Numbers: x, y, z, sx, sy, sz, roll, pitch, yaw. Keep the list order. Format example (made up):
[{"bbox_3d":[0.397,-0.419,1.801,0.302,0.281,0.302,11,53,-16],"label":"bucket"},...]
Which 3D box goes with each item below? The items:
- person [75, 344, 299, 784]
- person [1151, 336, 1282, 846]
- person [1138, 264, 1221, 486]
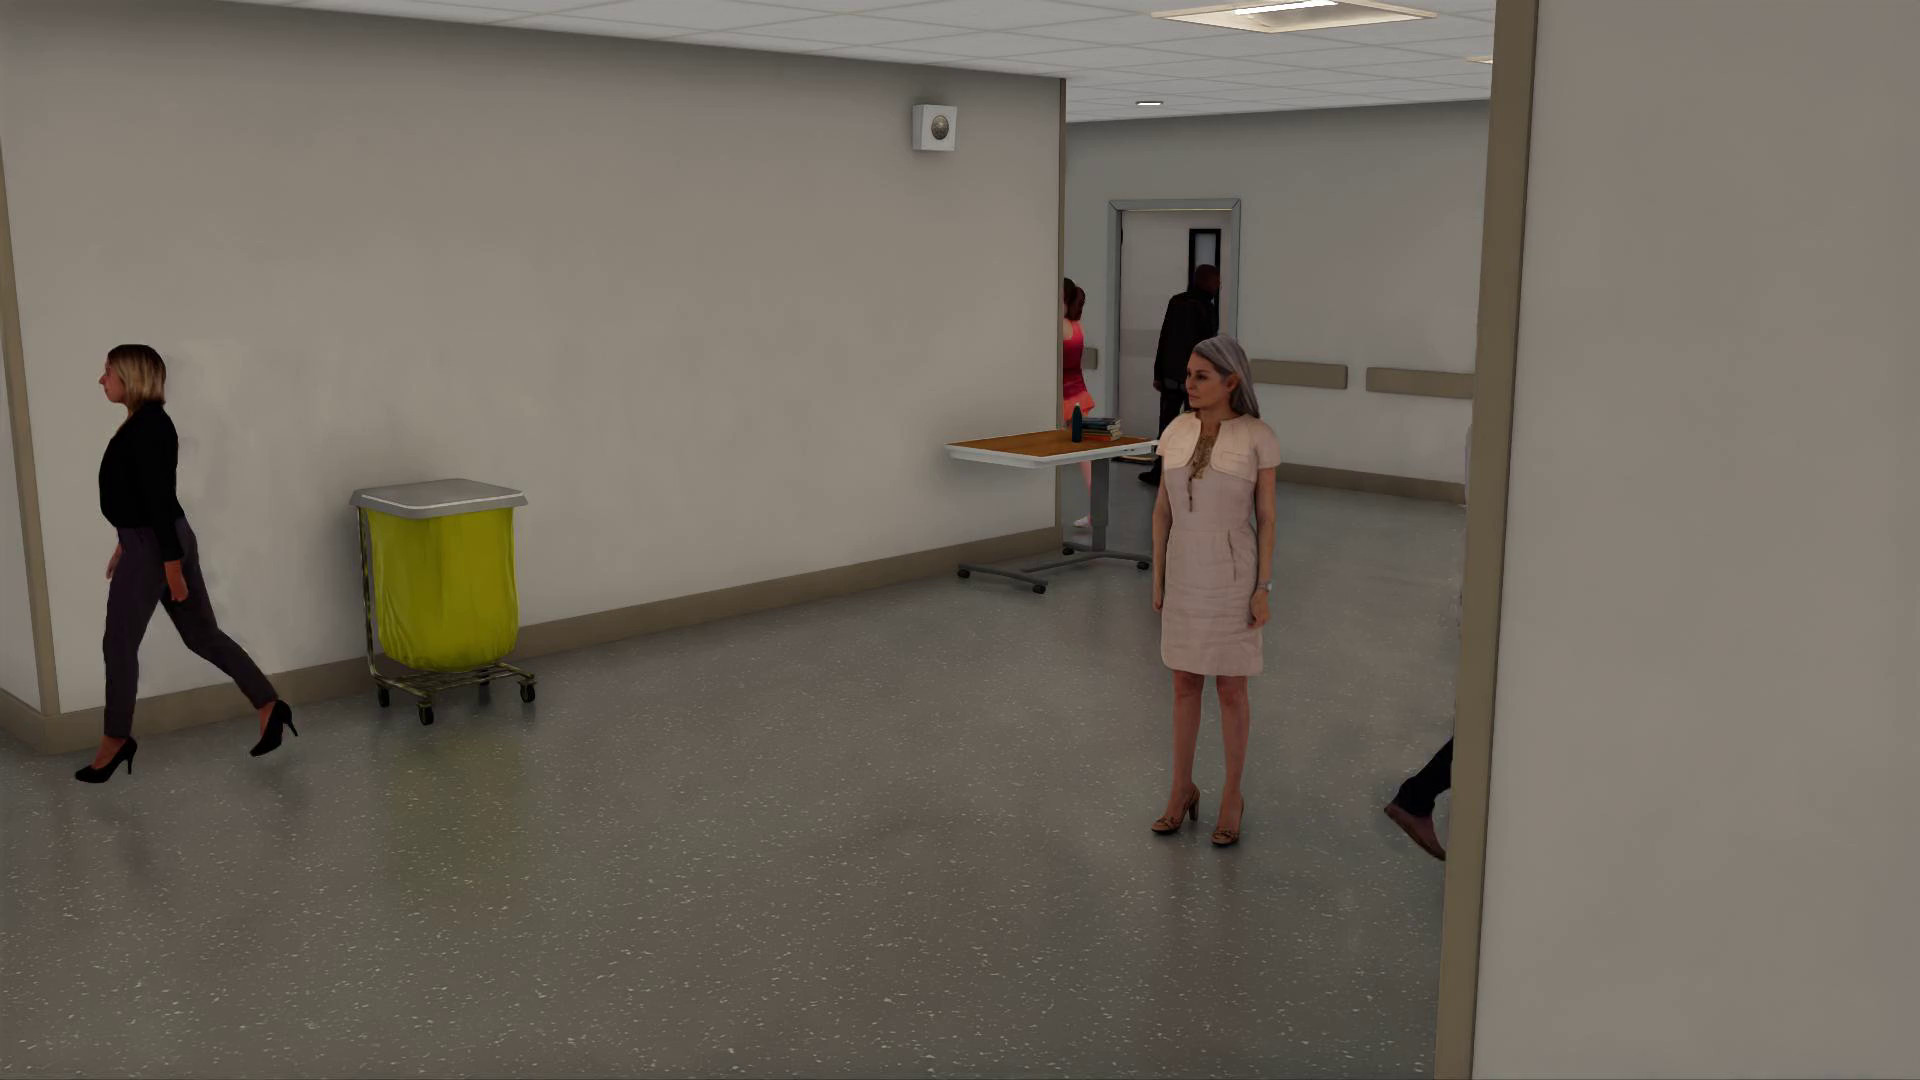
[{"bbox_3d":[-2.918,0.106,6.296,0.952,1.629,1.027,-3,11,-17],"label":"person"},{"bbox_3d":[0.856,0.175,5.651,0.558,1.734,0.704,7,13,32],"label":"person"},{"bbox_3d":[1.750,-1.313,13.354,0.541,1.786,0.964,7,13,34],"label":"person"}]
